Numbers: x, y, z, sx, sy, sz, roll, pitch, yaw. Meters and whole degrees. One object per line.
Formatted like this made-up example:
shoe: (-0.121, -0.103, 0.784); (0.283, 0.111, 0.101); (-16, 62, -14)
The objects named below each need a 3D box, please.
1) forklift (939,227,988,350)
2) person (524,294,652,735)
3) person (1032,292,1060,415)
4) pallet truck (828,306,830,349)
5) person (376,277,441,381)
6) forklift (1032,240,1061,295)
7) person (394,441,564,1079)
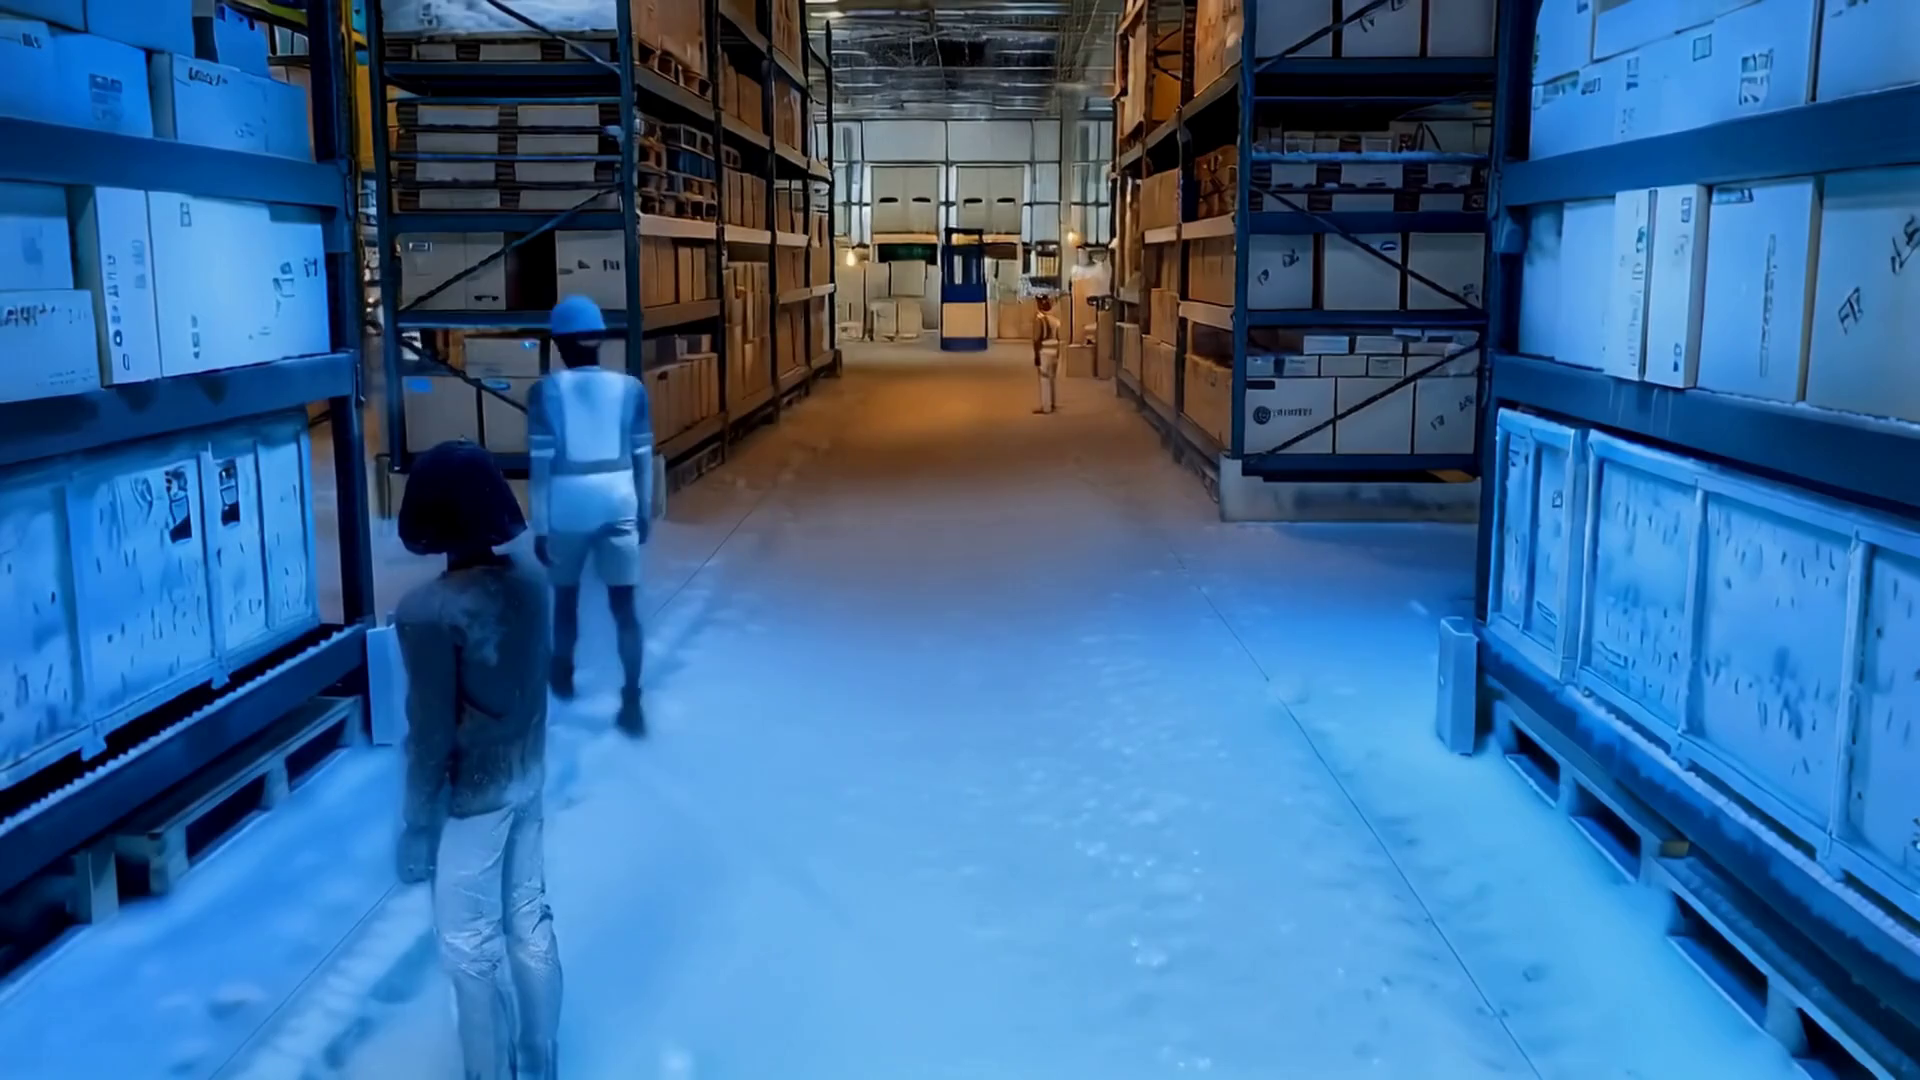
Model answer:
forklift: (0.091, -5.837, 38.527); (1.129, 2.768, 1.873); (0, 9, 1)
person: (-1.633, -0.131, 7.336); (0.565, 1.872, 1.028); (-4, 10, -22)
person: (1.144, -2.473, 22.120); (0.318, 1.630, 0.513); (6, 11, 30)
pallet truck: (-3.100, -3.940, 29.800); (1.885, 1.965, 0.823); (3, 10, 19)
person: (-6.165, -1.999, 18.591); (0.609, 1.864, 1.023); (0, 9, -1)
forklift: (3.172, -9.648, 61.356); (1.129, 2.768, 1.873); (0, 9, 1)
person: (-1.087, 0.593, 3.742); (0.279, 1.633, 0.500); (3, 10, 16)
